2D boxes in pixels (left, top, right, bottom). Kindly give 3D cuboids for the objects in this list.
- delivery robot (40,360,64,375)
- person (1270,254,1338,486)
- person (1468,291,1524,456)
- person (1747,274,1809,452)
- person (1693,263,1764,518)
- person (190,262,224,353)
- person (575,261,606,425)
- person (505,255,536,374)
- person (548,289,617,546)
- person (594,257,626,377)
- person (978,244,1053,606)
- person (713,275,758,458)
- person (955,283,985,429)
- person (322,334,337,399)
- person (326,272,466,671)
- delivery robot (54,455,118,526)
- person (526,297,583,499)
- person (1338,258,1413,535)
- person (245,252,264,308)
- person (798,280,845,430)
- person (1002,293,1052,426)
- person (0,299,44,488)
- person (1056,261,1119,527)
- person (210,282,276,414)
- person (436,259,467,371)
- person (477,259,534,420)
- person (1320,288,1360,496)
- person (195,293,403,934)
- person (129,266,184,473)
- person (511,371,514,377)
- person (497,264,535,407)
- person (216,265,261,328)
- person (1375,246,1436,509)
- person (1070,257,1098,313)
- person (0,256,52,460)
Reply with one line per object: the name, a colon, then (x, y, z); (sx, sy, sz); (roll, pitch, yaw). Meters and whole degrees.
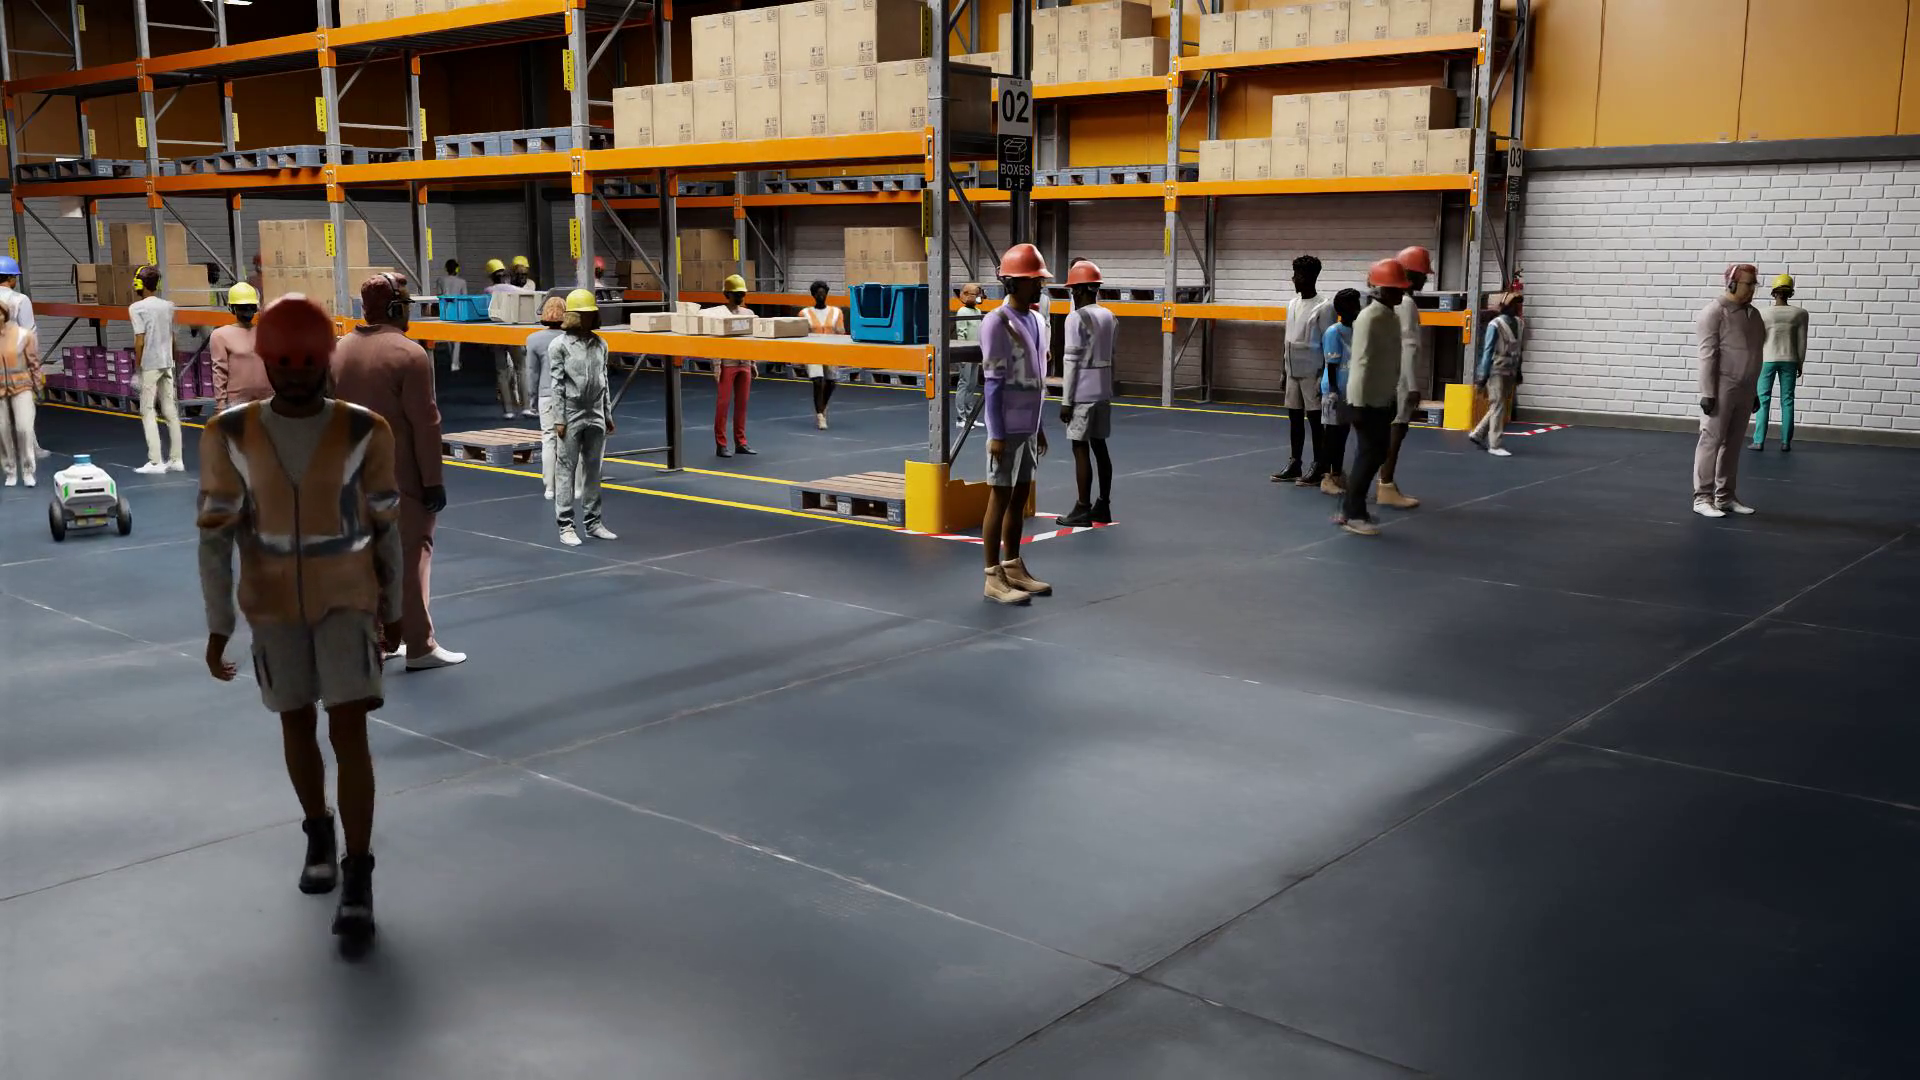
delivery robot: (-12.340, -2.332, 23.021); (0.707, 0.478, 0.477); (2, 10, 9)
person: (2.949, -1.442, 14.220); (0.362, 1.960, 0.611); (-5, 11, -28)
person: (5.237, -1.638, 16.322); (0.531, 1.611, 0.566); (-8, 13, -38)
person: (8.140, -1.759, 16.577); (0.526, 1.768, 0.314); (2, 10, 10)
person: (5.839, -1.127, 12.585); (0.643, 1.908, 0.411); (-6, 12, -31)
person: (-10.650, -3.065, 23.860); (0.739, 1.815, 0.632); (3, 10, 15)
person: (-4.246, -2.262, 19.043); (0.403, 1.906, 0.652); (-1, 10, -5)
person: (-6.328, -3.153, 24.089); (0.627, 1.910, 0.419); (5, 11, 25)
person: (-2.579, -0.841, 11.414); (0.298, 1.745, 0.484); (8, 13, 38)
person: (-5.777, -3.531, 26.329); (1.003, 1.894, 0.565); (5, 11, 27)
person: (0.344, -0.660, 9.528); (0.390, 2.045, 0.607); (6, 11, 30)
person: (-2.174, -1.685, 16.177); (0.336, 1.770, 0.535); (9, 14, 42)
person: (0.118, -2.066, 18.705); (0.266, 1.631, 0.507); (5, 11, 25)
person: (-8.271, -2.724, 21.905); (0.626, 1.824, 0.579); (3, 10, 18)
person: (-2.706, -0.323, 8.002); (0.648, 1.907, 0.409); (6, 11, 29)
delivery robot: (-6.208, -0.361, 11.799); (0.477, 0.478, 0.707); (-6, 12, -32)
person: (-3.233, -1.140, 13.428); (0.498, 1.634, 0.284); (0, 10, -3)
person: (2.921, -1.004, 11.774); (0.581, 1.956, 0.673); (7, 12, 34)
person: (-10.509, -3.379, 25.259); (0.924, 1.969, 0.605); (6, 12, 32)
person: (-1.576, -2.101, 18.785); (0.534, 1.669, 0.739); (-3, 10, -16)
person: (0.768, -2.196, 18.880); (0.600, 1.829, 0.404); (-3, 11, -19)
person: (-8.020, -1.227, 14.003); (0.524, 1.602, 0.653); (-5, 11, -25)
person: (0.914, -1.060, 12.143); (0.382, 1.932, 0.541); (8, 13, 39)
person: (-5.339, -1.045, 12.512); (0.312, 1.768, 0.530); (8, 13, 40)
person: (-8.400, -3.739, 27.666); (0.551, 1.832, 0.809); (0, 10, 0)
person: (-5.411, -2.370, 19.704); (0.633, 1.884, 0.504); (0, 10, -1)
person: (3.154, -1.219, 13.695); (0.320, 1.698, 0.531); (7, 12, 36)
person: (-1.953, 0.222, 4.955); (0.557, 1.886, 0.923); (-2, 10, -14)
person: (-7.307, -1.524, 14.989); (0.412, 1.864, 0.568); (3, 11, 19)
person: (-6.922, -3.370, 26.124); (0.507, 1.632, 0.264); (-3, 10, -15)
person: (-5.670, -2.609, 21.260); (0.431, 1.820, 0.647); (9, 14, 43)
person: (-9.949, -2.920, 23.032); (0.592, 1.822, 0.404); (-8, 13, -40)
person: (3.453, -1.260, 12.966); (0.390, 2.040, 0.626); (1, 10, 5)
person: (1.443, -2.313, 19.315); (0.396, 1.913, 0.590); (3, 10, 15)
person: (-9.086, -1.735, 15.922); (0.615, 1.945, 0.404); (2, 10, 9)
